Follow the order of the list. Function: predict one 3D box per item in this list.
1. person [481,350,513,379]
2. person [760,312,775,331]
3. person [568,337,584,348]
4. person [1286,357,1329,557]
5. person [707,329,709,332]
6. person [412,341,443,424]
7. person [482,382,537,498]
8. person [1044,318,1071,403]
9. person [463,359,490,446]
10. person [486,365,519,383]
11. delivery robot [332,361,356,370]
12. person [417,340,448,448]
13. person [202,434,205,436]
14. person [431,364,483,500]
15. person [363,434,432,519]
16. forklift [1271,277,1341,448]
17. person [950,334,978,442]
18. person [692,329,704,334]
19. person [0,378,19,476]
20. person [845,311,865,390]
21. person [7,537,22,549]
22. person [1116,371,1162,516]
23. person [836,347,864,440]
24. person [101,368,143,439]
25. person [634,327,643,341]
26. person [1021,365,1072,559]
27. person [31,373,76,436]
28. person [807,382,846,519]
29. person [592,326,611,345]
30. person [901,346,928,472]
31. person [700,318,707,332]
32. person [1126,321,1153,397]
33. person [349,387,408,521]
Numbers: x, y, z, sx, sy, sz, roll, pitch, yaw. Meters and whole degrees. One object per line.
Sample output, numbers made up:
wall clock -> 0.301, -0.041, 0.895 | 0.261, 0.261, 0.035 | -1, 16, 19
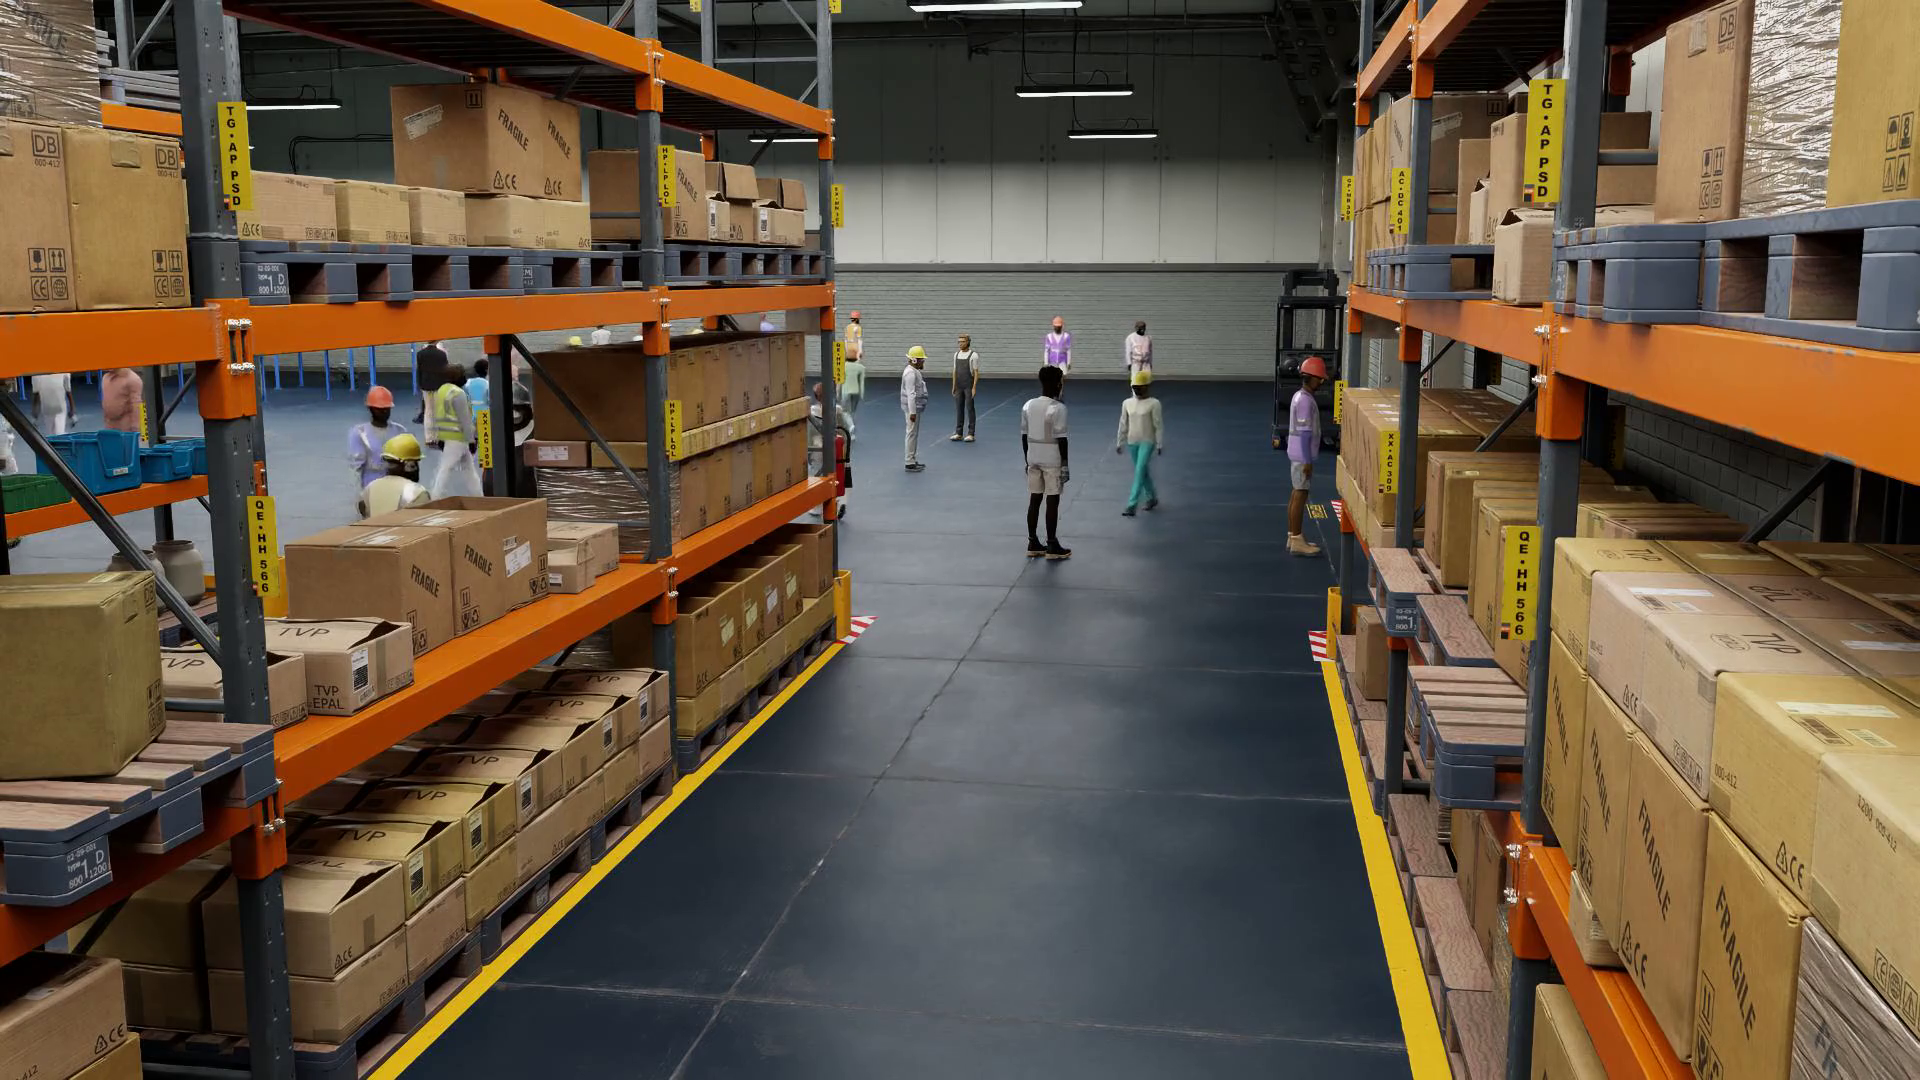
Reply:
person -> -8.057, -2.713, 29.037 | 0.519, 1.893, 0.649 | 8, 12, 39
person -> -4.967, -4.832, 42.172 | 0.650, 1.860, 0.953 | 1, 9, 6
person -> -7.038, -2.866, 30.485 | 0.913, 1.720, 0.525 | -7, 11, -36
person -> 3.587, -0.867, 17.194 | 0.401, 2.033, 0.605 | 1, 9, 7
person -> -4.635, -3.098, 31.441 | 0.644, 1.880, 0.819 | 6, 11, 35
person -> -10.058, -3.160, 31.805 | 1.015, 1.893, 0.558 | 4, 10, 23
person -> -3.565, -0.231, 13.374 | 0.689, 2.000, 0.539 | 3, 10, 16
person -> 2.112, -3.864, 36.101 | 0.571, 1.888, 0.957 | 1, 9, 7
person -> -6.843, -1.737, 23.650 | 0.550, 1.672, 0.626 | 1, 9, 9
person -> -7.176, -2.190, 26.224 | 0.548, 1.734, 0.750 | -6, 11, -31
delivery robot -> -16.271, -4.617, 43.908 | 0.698, 0.223, 0.335 | 4, 10, 25
person -> -8.644, -2.504, 27.431 | 0.622, 1.991, 0.399 | 4, 10, 22
person -> -12.284, -2.429, 27.537 | 0.926, 1.799, 0.653 | -1, 9, -9
person -> -6.065, -1.244, 20.246 | 0.975, 1.791, 0.652 | -6, 11, -34
person -> -3.772, 0.172, 11.456 | 0.605, 1.812, 0.591 | 4, 10, 25
forklift -> 5.847, -3.016, 27.970 | 1.129, 2.768, 1.873 | 1, 9, 9
person -> 0.079, -2.619, 28.571 | 0.508, 1.846, 0.345 | 6, 11, 34
person -> -4.546, -2.734, 29.085 | 0.589, 1.915, 0.410 | -3, 10, -18
person -> -10.833, -1.001, 18.580 | 0.618, 1.852, 0.812 | 7, 12, 37
person -> -2.584, -4.657, 40.853 | 0.547, 1.938, 0.379 | 9, 13, 43
person -> -10.205, -0.778, 16.796 | 1.093, 1.973, 0.603 | -1, 9, -5
person -> 2.184, -1.182, 20.101 | 0.542, 1.720, 0.918 | 7, 12, 37
person -> -1.873, -2.515, 28.623 | 0.516, 1.616, 0.454 | -4, 10, -24
person -> -10.955, -1.539, 21.739 | 0.688, 1.905, 0.401 | 3, 10, 20
person -> -7.485, -4.308, 39.673 | 0.546, 1.608, 0.757 | 2, 9, 10
person -> 0.891, -0.805, 17.012 | 0.362, 1.962, 0.614 | -8, 12, -41
person -> -12.789, -1.782, 23.469 | 0.531, 1.836, 0.963 | -3, 10, -16
person -> -1.578, -1.057, 19.665 | 0.519, 1.609, 0.756 | -4, 10, -25
person -> -8.153, -4.130, 37.815 | 0.514, 1.873, 0.329 | -9, 13, -43
person -> -0.666, -1.930, 24.398 | 0.403, 1.824, 0.596 | 0, 9, 3
person -> -5.764, -4.138, 37.913 | 0.461, 1.856, 0.519 | -5, 10, -27
person -> 3.906, -3.840, 36.156 | 0.661, 1.837, 0.444 | -3, 10, -18
person -> -5.212, -0.441, 15.043 | 0.560, 1.881, 1.019 | -7, 12, -38
